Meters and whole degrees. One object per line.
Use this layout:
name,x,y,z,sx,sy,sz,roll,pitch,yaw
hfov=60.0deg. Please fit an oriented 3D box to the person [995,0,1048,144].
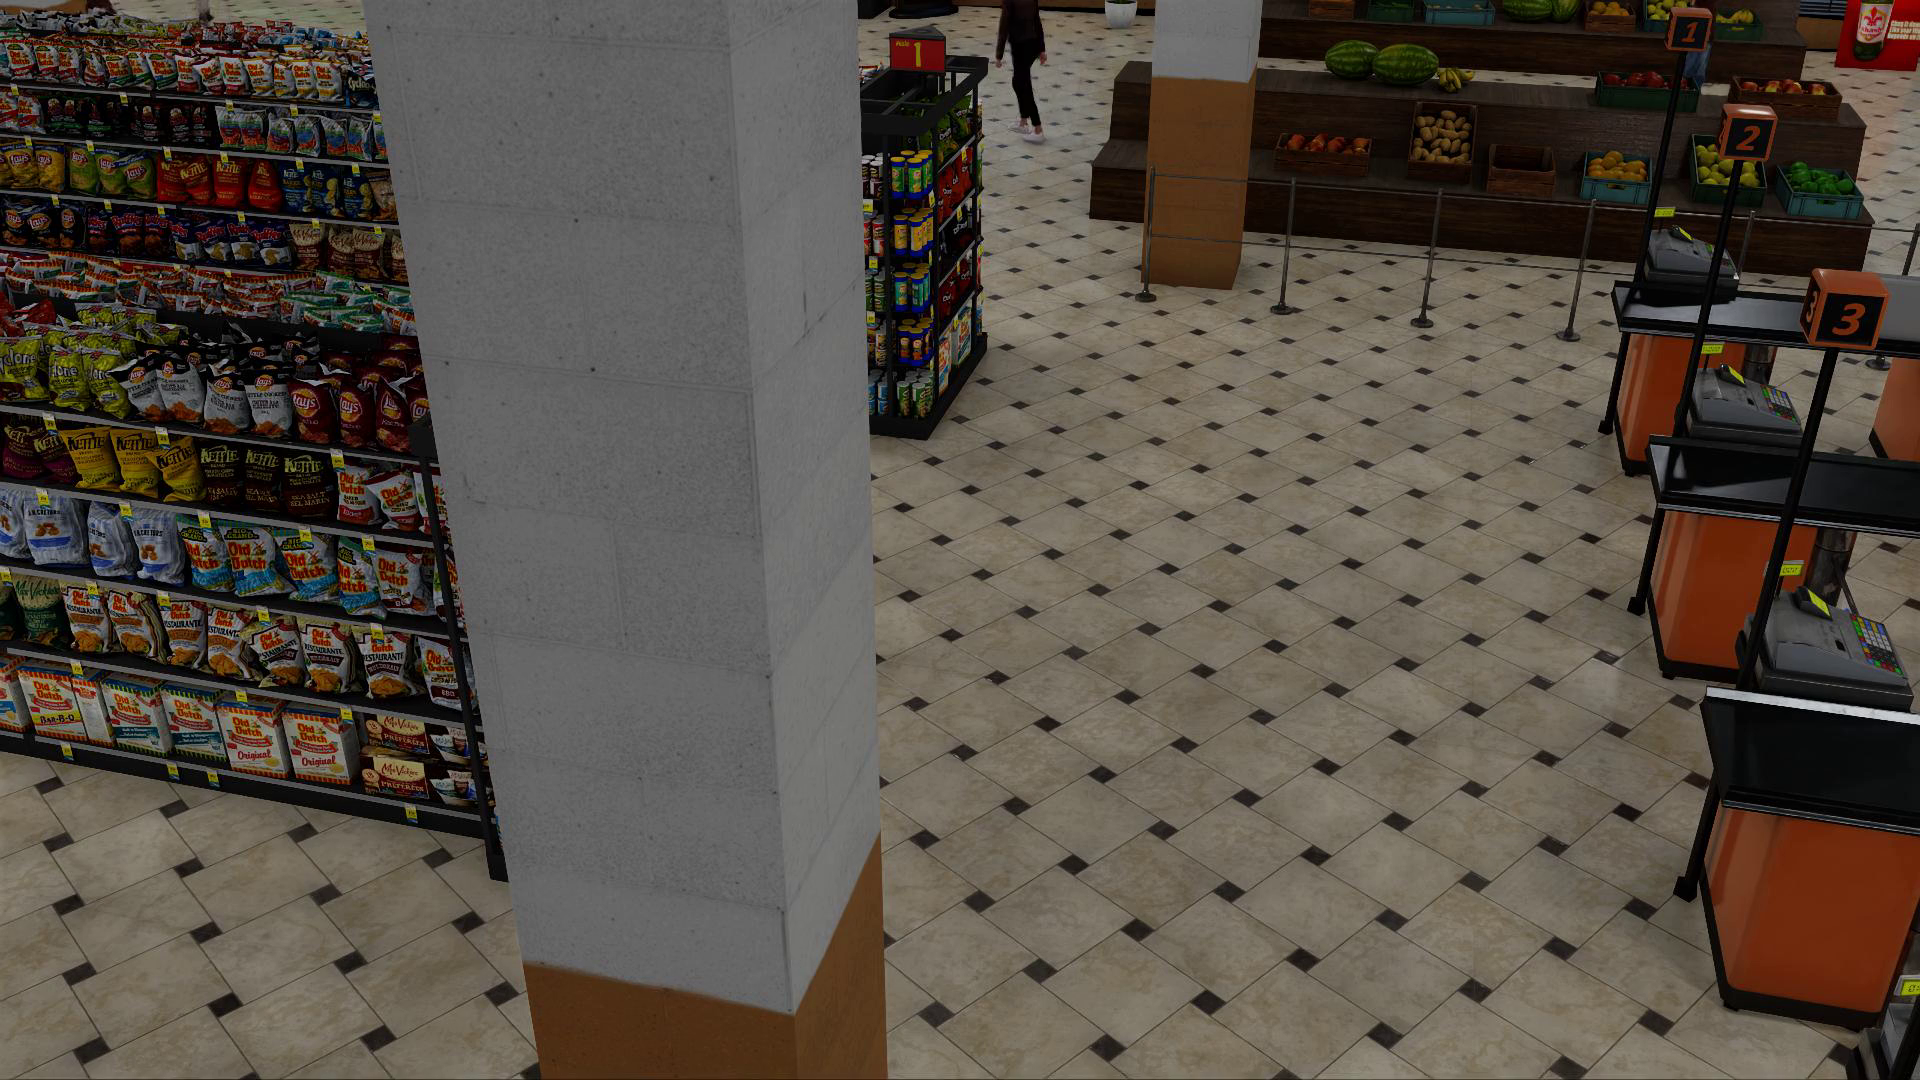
person,0.669,-4.623,15.843,0.773,1.665,0.854,-24,37,-37

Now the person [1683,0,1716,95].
person,6.876,-4.286,15.452,0.973,1.448,0.625,10,30,18
